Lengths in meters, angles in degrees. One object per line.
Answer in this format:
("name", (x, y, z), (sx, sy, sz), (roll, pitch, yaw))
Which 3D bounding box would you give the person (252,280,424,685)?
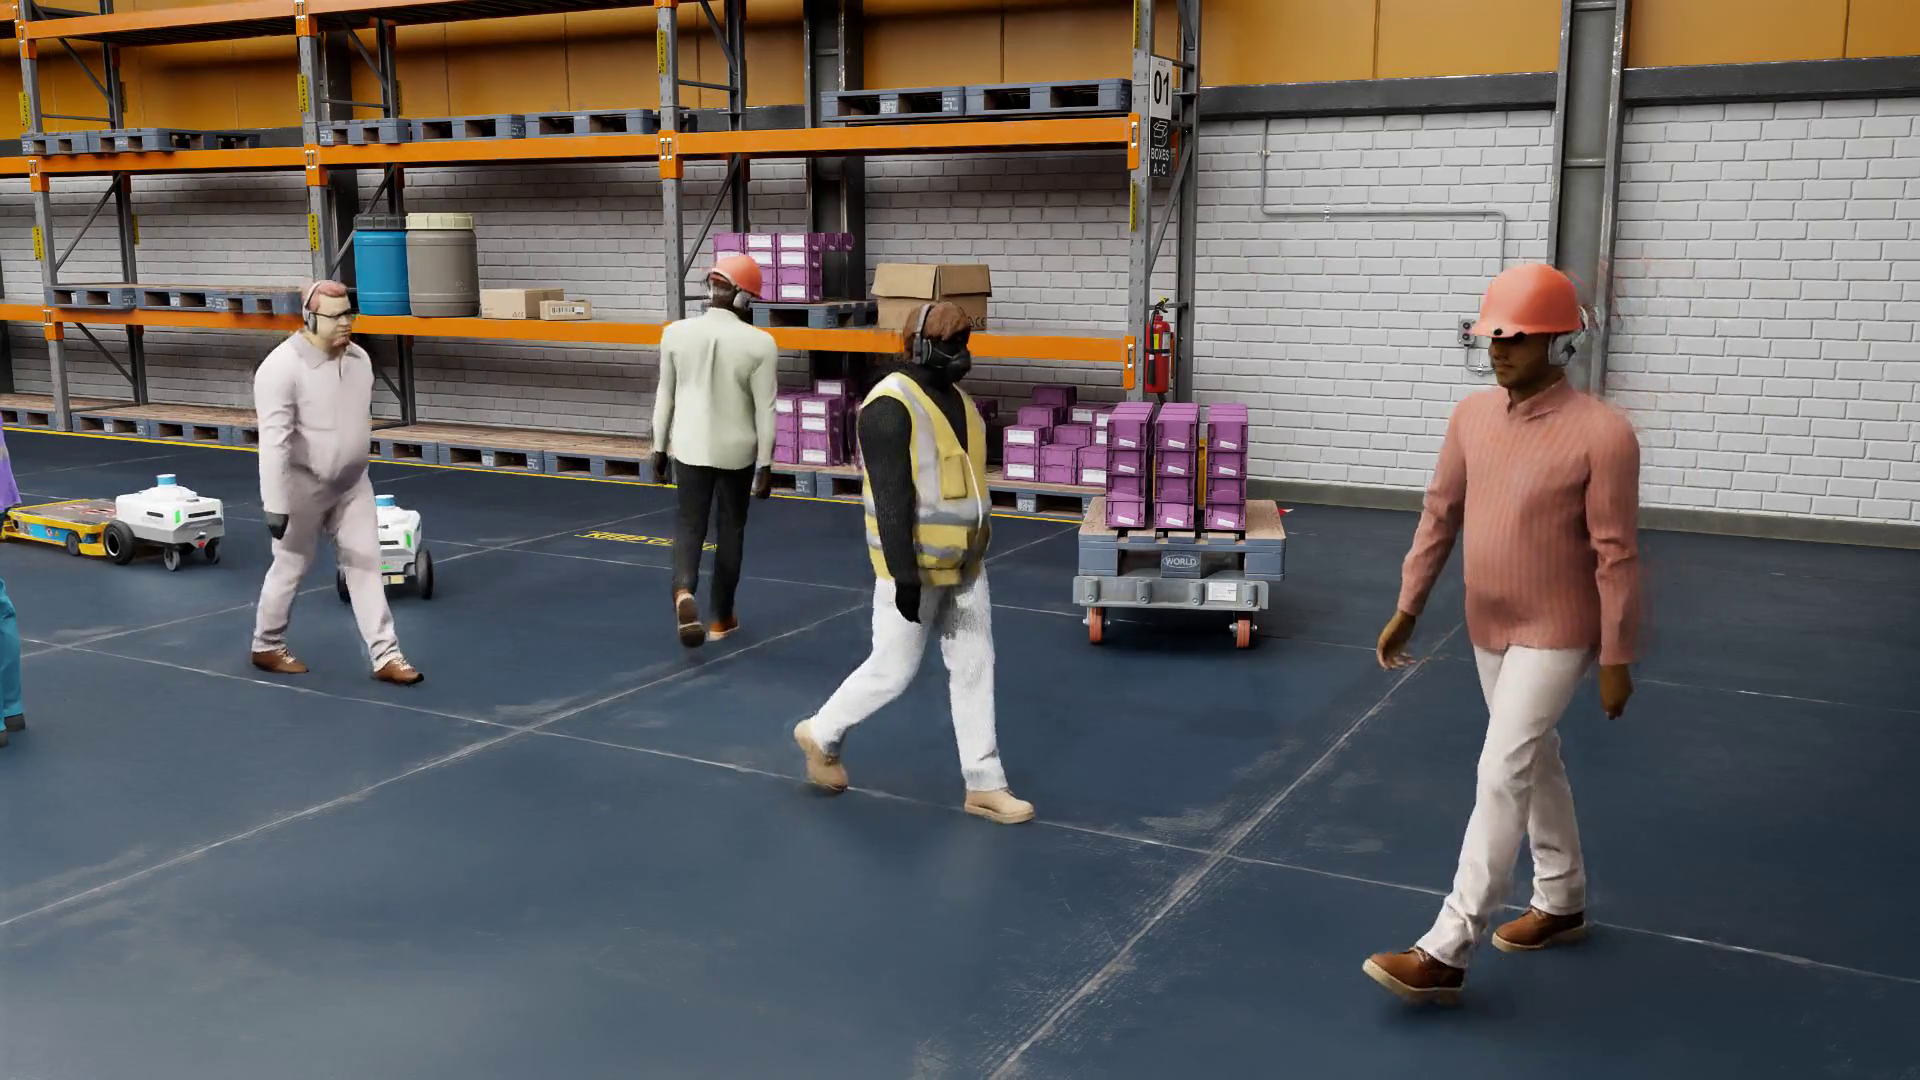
("person", (-2.908, -0.252, 7.539), (0.972, 1.842, 0.672), (6, 12, 28))

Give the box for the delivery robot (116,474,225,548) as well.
("delivery robot", (-4.882, -0.162, 10.278), (0.707, 0.478, 0.477), (7, 12, 33))

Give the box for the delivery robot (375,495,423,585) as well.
("delivery robot", (-3.261, -0.014, 9.466), (0.477, 0.478, 0.707), (-2, 11, -14))

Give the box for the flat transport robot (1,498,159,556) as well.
("flat transport robot", (-5.726, -0.102, 10.985), (1.431, 0.197, 0.652), (7, 12, 33))

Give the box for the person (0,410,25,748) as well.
("person", (-3.934, -0.080, 6.554), (0.389, 1.843, 0.563), (-2, 11, -10))

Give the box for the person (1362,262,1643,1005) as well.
("person", (1.424, 0.248, 4.475), (0.988, 1.947, 0.641), (-4, 11, -22))

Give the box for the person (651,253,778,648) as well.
("person", (-1.214, -0.419, 8.131), (0.661, 1.944, 0.760), (1, 10, 5))

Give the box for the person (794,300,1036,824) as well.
("person", (-0.160, 0.073, 5.810), (0.860, 1.819, 0.622), (7, 13, 35))
